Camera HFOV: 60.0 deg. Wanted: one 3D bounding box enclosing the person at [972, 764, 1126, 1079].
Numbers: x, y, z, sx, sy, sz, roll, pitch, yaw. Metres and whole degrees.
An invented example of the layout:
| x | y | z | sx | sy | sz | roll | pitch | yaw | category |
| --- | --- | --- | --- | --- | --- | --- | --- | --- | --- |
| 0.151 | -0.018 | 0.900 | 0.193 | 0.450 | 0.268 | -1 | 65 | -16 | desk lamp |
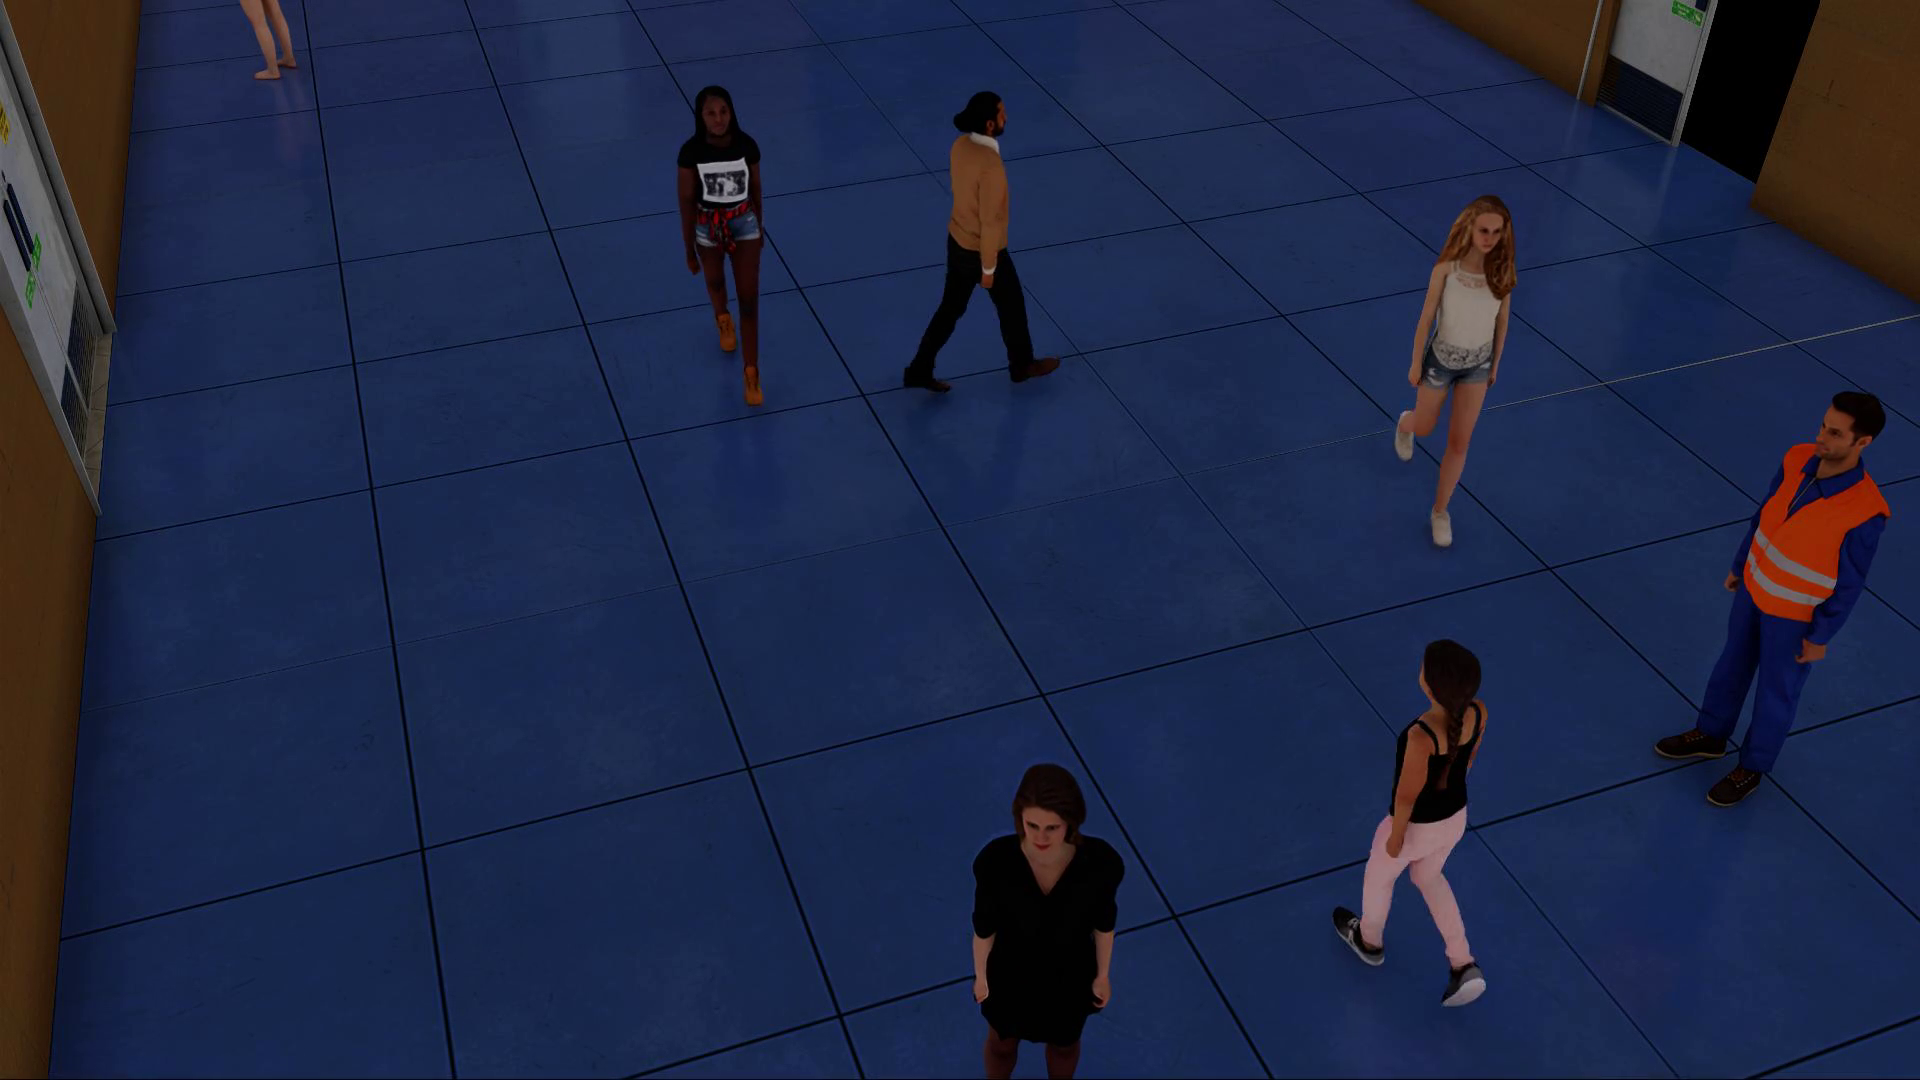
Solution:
| x | y | z | sx | sy | sz | roll | pitch | yaw | category |
| --- | --- | --- | --- | --- | --- | --- | --- | --- | --- |
| 0.246 | 1.314 | 5.080 | 0.555 | 1.705 | 0.709 | 1 | 37 | 1 | person |

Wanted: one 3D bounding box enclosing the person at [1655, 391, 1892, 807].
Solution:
| x | y | z | sx | sy | sz | roll | pitch | yaw | category |
| --- | --- | --- | --- | --- | --- | --- | --- | --- | --- |
| 3.177 | 0.229 | 6.407 | 0.576 | 1.864 | 0.665 | -12 | 39 | -16 | person |

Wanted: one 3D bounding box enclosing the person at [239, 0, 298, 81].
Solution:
| x | y | z | sx | sy | sz | roll | pitch | yaw | category |
| --- | --- | --- | --- | --- | --- | --- | --- | --- | --- |
| -5.407 | -4.367 | 12.706 | 0.698 | 1.652 | 0.675 | 8 | 38 | 11 | person |

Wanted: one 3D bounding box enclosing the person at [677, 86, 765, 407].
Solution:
| x | y | z | sx | sy | sz | roll | pitch | yaw | category |
| --- | --- | --- | --- | --- | --- | --- | --- | --- | --- |
| -1.294 | -1.664 | 9.085 | 1.180 | 1.677 | 0.787 | -7 | 38 | -10 | person |

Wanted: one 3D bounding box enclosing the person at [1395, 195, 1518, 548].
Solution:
| x | y | z | sx | sy | sz | roll | pitch | yaw | category |
| --- | --- | --- | --- | --- | --- | --- | --- | --- | --- |
| 2.346 | -0.871 | 7.979 | 1.052 | 1.736 | 0.898 | 1 | 37 | 1 | person |

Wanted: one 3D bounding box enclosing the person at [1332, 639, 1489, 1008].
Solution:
| x | y | z | sx | sy | sz | roll | pitch | yaw | category |
| --- | --- | --- | --- | --- | --- | --- | --- | --- | --- |
| 1.626 | 0.994 | 5.650 | 0.837 | 1.549 | 0.651 | -18 | 40 | -22 | person |

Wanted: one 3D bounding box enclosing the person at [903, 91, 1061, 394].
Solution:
| x | y | z | sx | sy | sz | roll | pitch | yaw | category |
| --- | --- | --- | --- | --- | --- | --- | --- | --- | --- |
| 0.020 | -1.521 | 8.853 | 1.183 | 1.726 | 0.763 | -17 | 40 | -22 | person |
